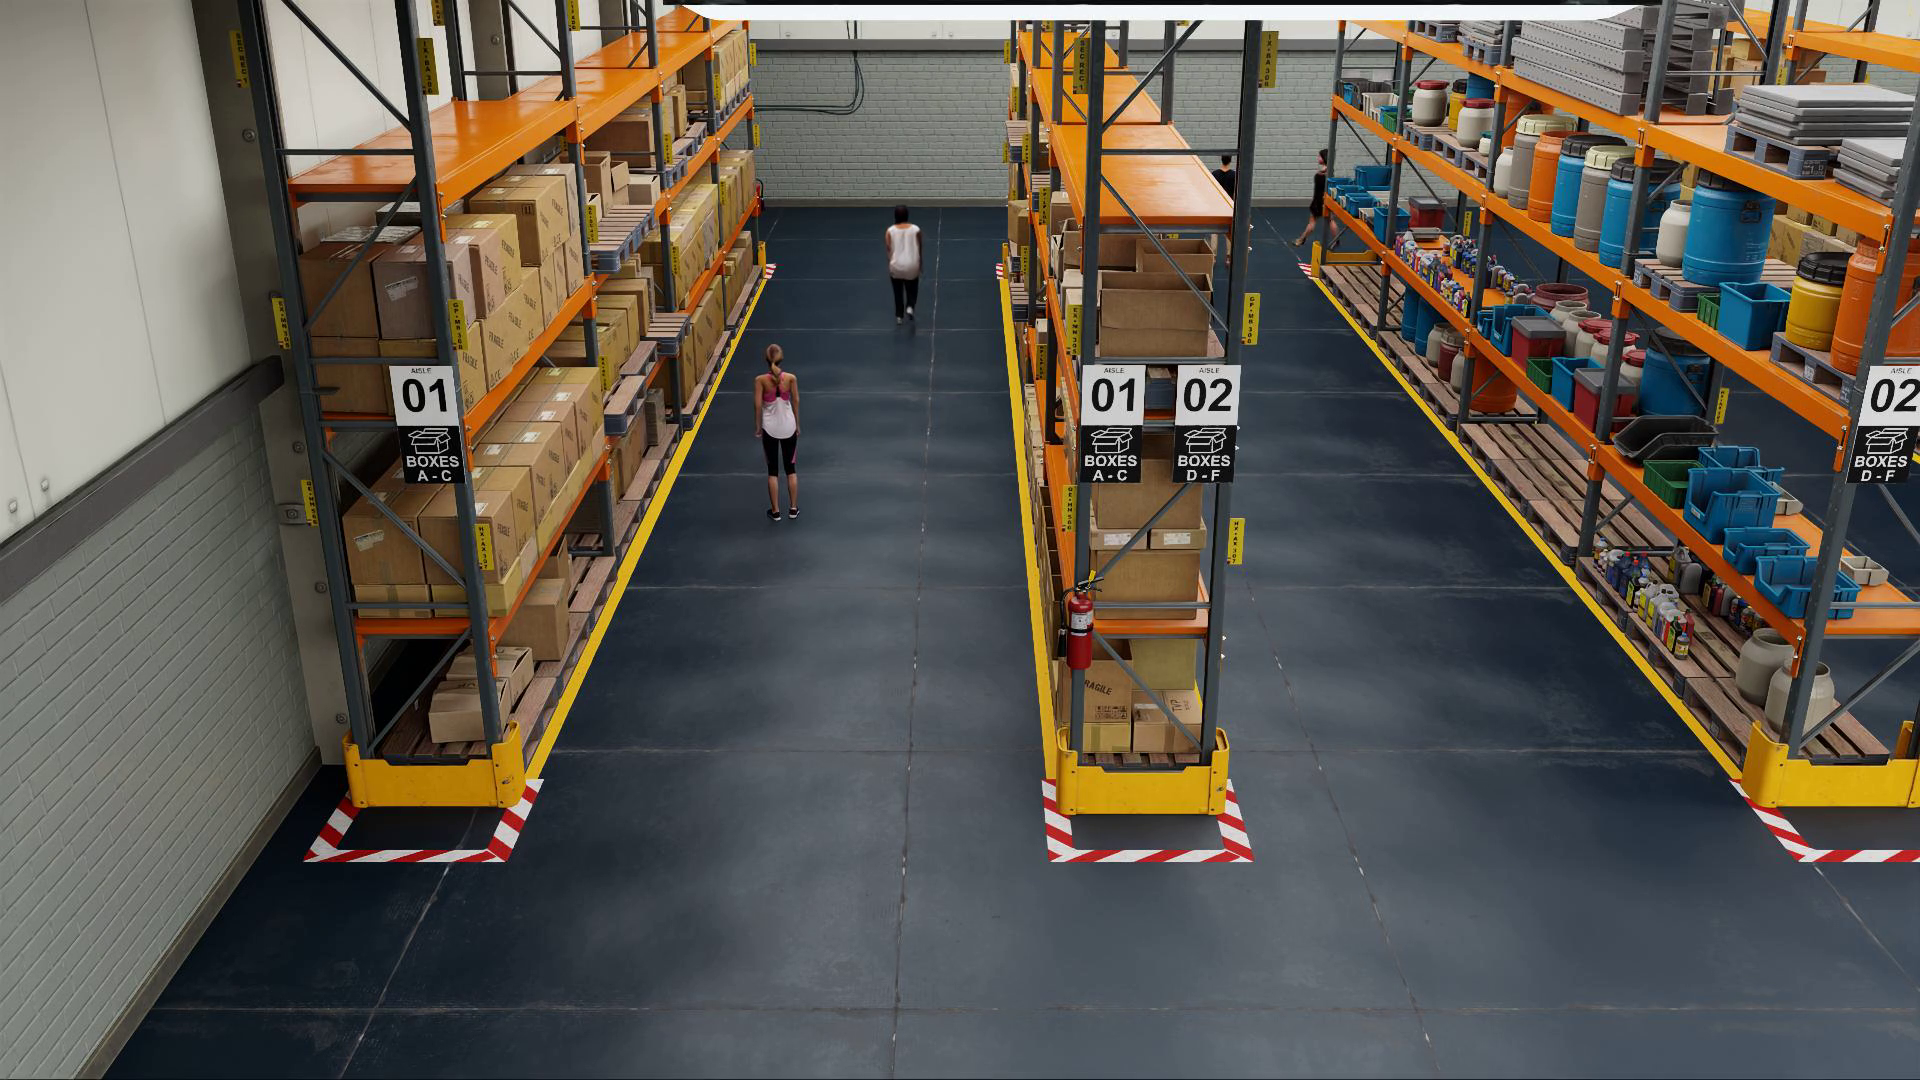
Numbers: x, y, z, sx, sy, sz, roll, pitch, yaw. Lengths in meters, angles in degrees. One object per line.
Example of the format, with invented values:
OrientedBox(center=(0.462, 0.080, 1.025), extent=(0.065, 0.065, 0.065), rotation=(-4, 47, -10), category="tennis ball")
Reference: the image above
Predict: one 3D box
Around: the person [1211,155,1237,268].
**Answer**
OrientedBox(center=(4.257, -5.350, 26.818), extent=(0.677, 1.859, 0.605), rotation=(5, 23, 13), category="person")

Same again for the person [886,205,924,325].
OrientedBox(center=(-0.791, -3.849, 23.395), extent=(0.661, 1.674, 0.639), rotation=(0, 22, 0), category="person")

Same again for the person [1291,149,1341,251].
OrientedBox(center=(6.168, -5.637, 27.760), extent=(0.811, 1.677, 1.022), rotation=(4, 23, 9), category="person")

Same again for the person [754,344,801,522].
OrientedBox(center=(-1.793, -1.066, 16.440), extent=(0.653, 1.787, 0.597), rotation=(-5, 23, -13), category="person")
